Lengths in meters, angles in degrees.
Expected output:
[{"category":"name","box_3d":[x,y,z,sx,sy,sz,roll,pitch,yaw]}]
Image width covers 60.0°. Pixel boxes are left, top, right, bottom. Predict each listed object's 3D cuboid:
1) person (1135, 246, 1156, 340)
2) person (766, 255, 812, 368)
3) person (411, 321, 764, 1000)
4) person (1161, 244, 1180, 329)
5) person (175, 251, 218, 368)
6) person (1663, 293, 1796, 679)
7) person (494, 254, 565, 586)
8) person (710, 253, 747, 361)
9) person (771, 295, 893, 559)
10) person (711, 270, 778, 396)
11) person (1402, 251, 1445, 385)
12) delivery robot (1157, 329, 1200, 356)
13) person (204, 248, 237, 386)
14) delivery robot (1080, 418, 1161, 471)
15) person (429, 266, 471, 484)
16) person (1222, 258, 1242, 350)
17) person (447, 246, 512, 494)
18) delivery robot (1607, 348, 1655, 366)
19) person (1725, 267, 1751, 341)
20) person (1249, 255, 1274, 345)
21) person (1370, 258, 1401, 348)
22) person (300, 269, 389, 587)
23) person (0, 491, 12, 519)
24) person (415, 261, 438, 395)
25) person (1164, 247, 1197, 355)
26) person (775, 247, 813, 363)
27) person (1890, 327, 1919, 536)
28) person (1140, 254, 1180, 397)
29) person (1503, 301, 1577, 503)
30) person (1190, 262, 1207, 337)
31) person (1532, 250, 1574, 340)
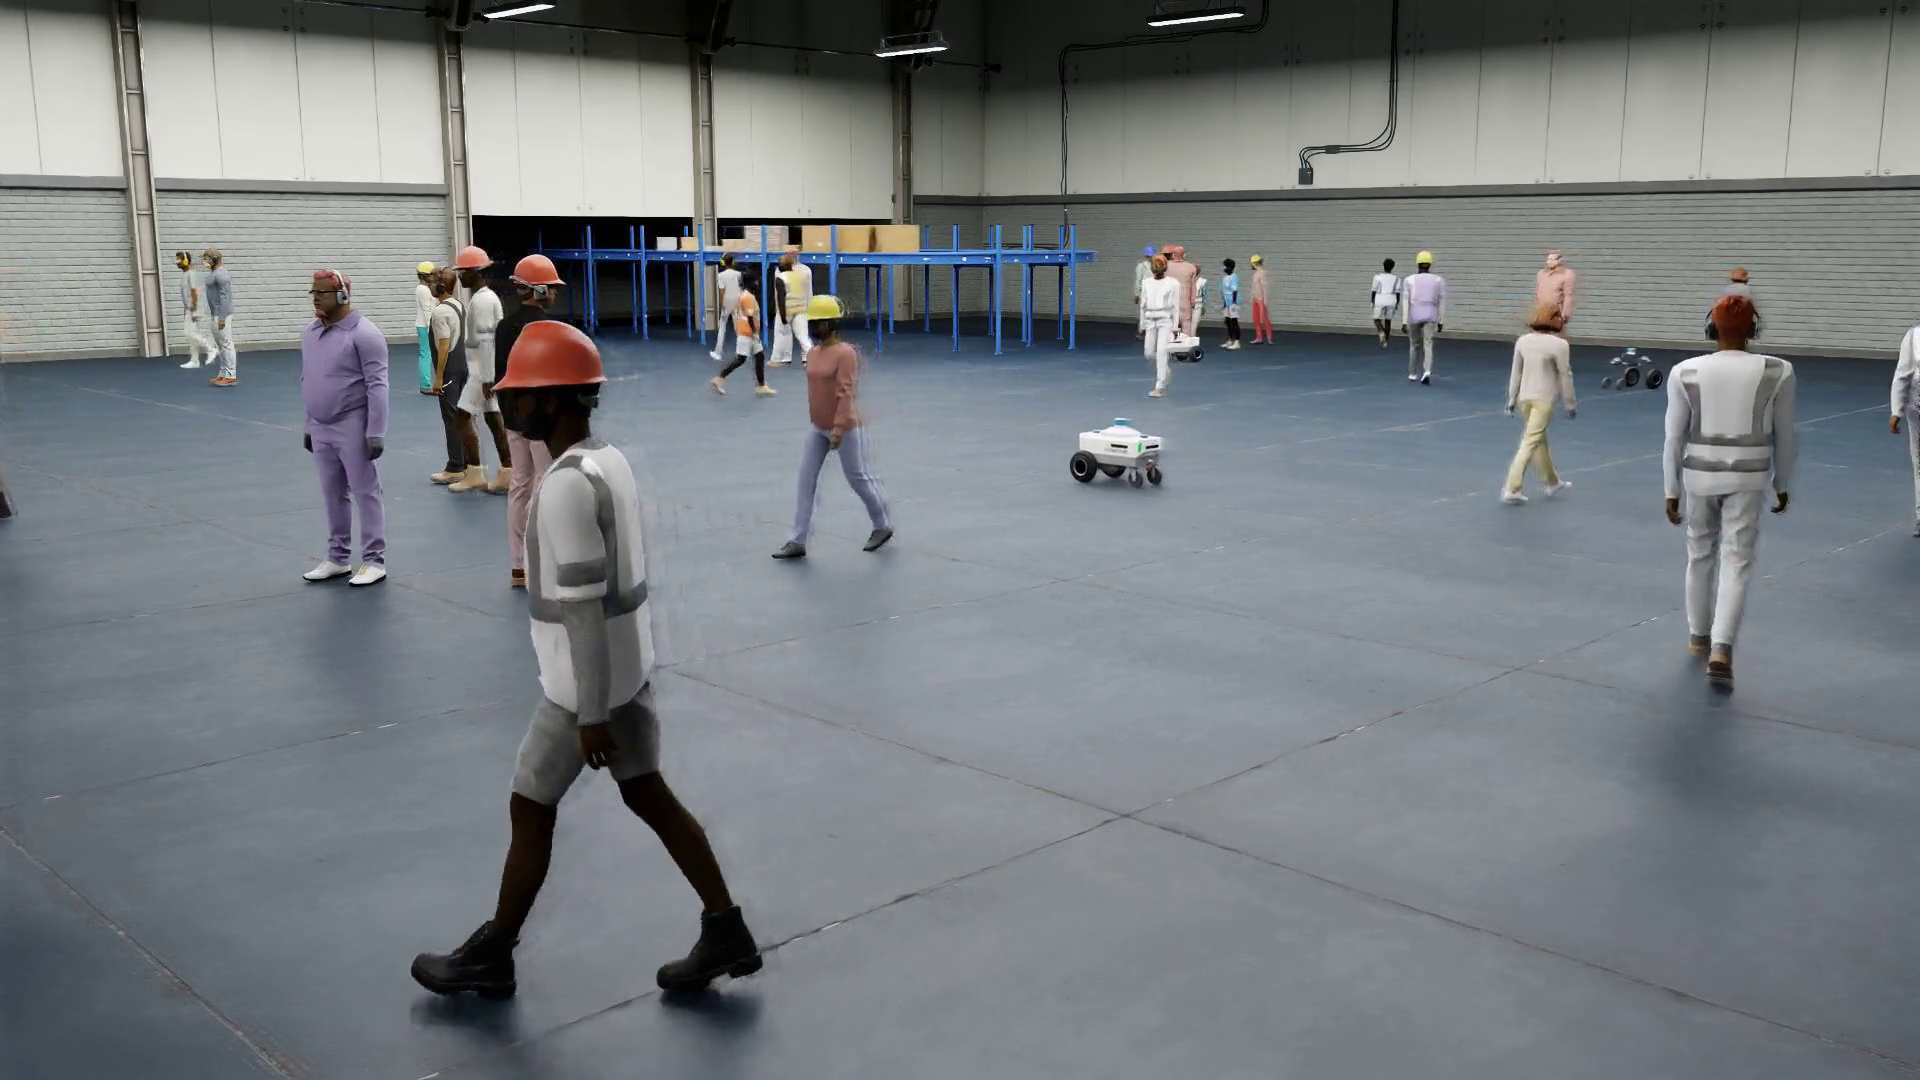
[{"category":"person","box_3d":[3.811,-4.930,33.334,0.651,1.892,0.994,-7,12,-32]},{"category":"person","box_3d":[-2.705,-3.665,26.703,0.970,1.802,0.627,8,13,37]},{"category":"person","box_3d":[-1.013,0.347,4.563,0.993,1.889,0.564,1,10,4]},{"category":"person","box_3d":[4.195,-5.052,33.907,0.545,1.909,0.848,-10,14,-44]},{"category":"person","box_3d":[-12.283,-3.689,26.641,0.465,1.857,0.536,-8,13,-37]},{"category":"person","box_3d":[3.707,-0.267,8.079,0.571,1.850,0.979,6,12,30]},{"category":"person","box_3d":[-2.533,-0.707,10.007,0.613,1.994,0.395,9,13,39]},{"category":"person","box_3d":[-3.880,-3.920,28.025,0.517,1.817,0.995,-7,13,-34]},{"category":"person","box_3d":[-0.831,-0.761,11.025,0.522,1.727,0.888,10,14,44]},{"category":"person","box_3d":[-2.861,-2.722,21.877,0.802,1.666,0.527,0,10,1]},{"category":"person","box_3d":[6.662,-3.207,23.932,0.596,1.886,0.975,1,10,7]},{"category":"delivery robot","box_3d":[3.677,-3.320,28.046,0.707,0.478,0.477,-5,12,-25]},{"category":"person","box_3d":[-10.465,-3.152,23.506,0.373,1.936,0.629,-7,12,-33]},{"category":"delivery robot","box_3d":[1.379,-0.804,14.329,0.707,0.478,0.477,10,14,43]},{"category":"person","box_3d":[-4.401,-1.422,14.317,0.345,1.846,0.507,1,10,4]},{"category":"person","box_3d":[5.060,-4.382,30.893,0.350,1.680,0.591,-1,10,-6]},{"category":"person","box_3d":[-3.975,-1.370,13.559,0.711,2.017,0.638,-2,11,-10]},{"category":"delivery robot","box_3d":[9.356,-2.554,23.162,0.698,0.223,0.335,-5,11,-23]},{"category":"person","box_3d":[11.999,-3.391,25.665,0.309,1.643,0.502,-3,11,-18]},{"category":"person","box_3d":[5.885,-4.668,32.331,0.524,1.729,0.557,-2,11,-10]},{"category":"person","box_3d":[7.978,-4.422,31.111,0.552,1.680,0.554,0,10,2]},{"category":"person","box_3d":[-3.758,-0.679,10.093,0.642,1.910,0.401,6,12,29]},{"category":"person","box_3d":[-7.365,-1.011,11.959,0.549,1.883,1.006,6,12,32]},{"category":"person","box_3d":[-7.100,-2.825,22.193,0.316,1.765,0.523,-5,11,-24]},{"category":"person","box_3d":[3.871,-4.242,29.523,0.642,1.910,0.401,1,10,4]},{"category":"person","box_3d":[-2.770,-3.903,27.674,0.636,1.911,0.404,-3,11,-17]},{"category":"person","box_3d":[6.734,-0.866,11.451,0.597,1.783,0.916,8,13,36]},{"category":"person","box_3d":[2.672,-2.843,22.032,0.583,1.868,0.615,7,13,35]},{"category":"person","box_3d":[4.647,-1.102,13.255,0.851,1.581,0.520,-6,12,-28]},{"category":"person","box_3d":[4.220,-4.235,30.254,0.546,1.614,0.481,2,11,11]},{"category":"person","box_3d":[9.008,-3.486,25.490,0.920,1.864,0.683,-9,14,-40]}]
